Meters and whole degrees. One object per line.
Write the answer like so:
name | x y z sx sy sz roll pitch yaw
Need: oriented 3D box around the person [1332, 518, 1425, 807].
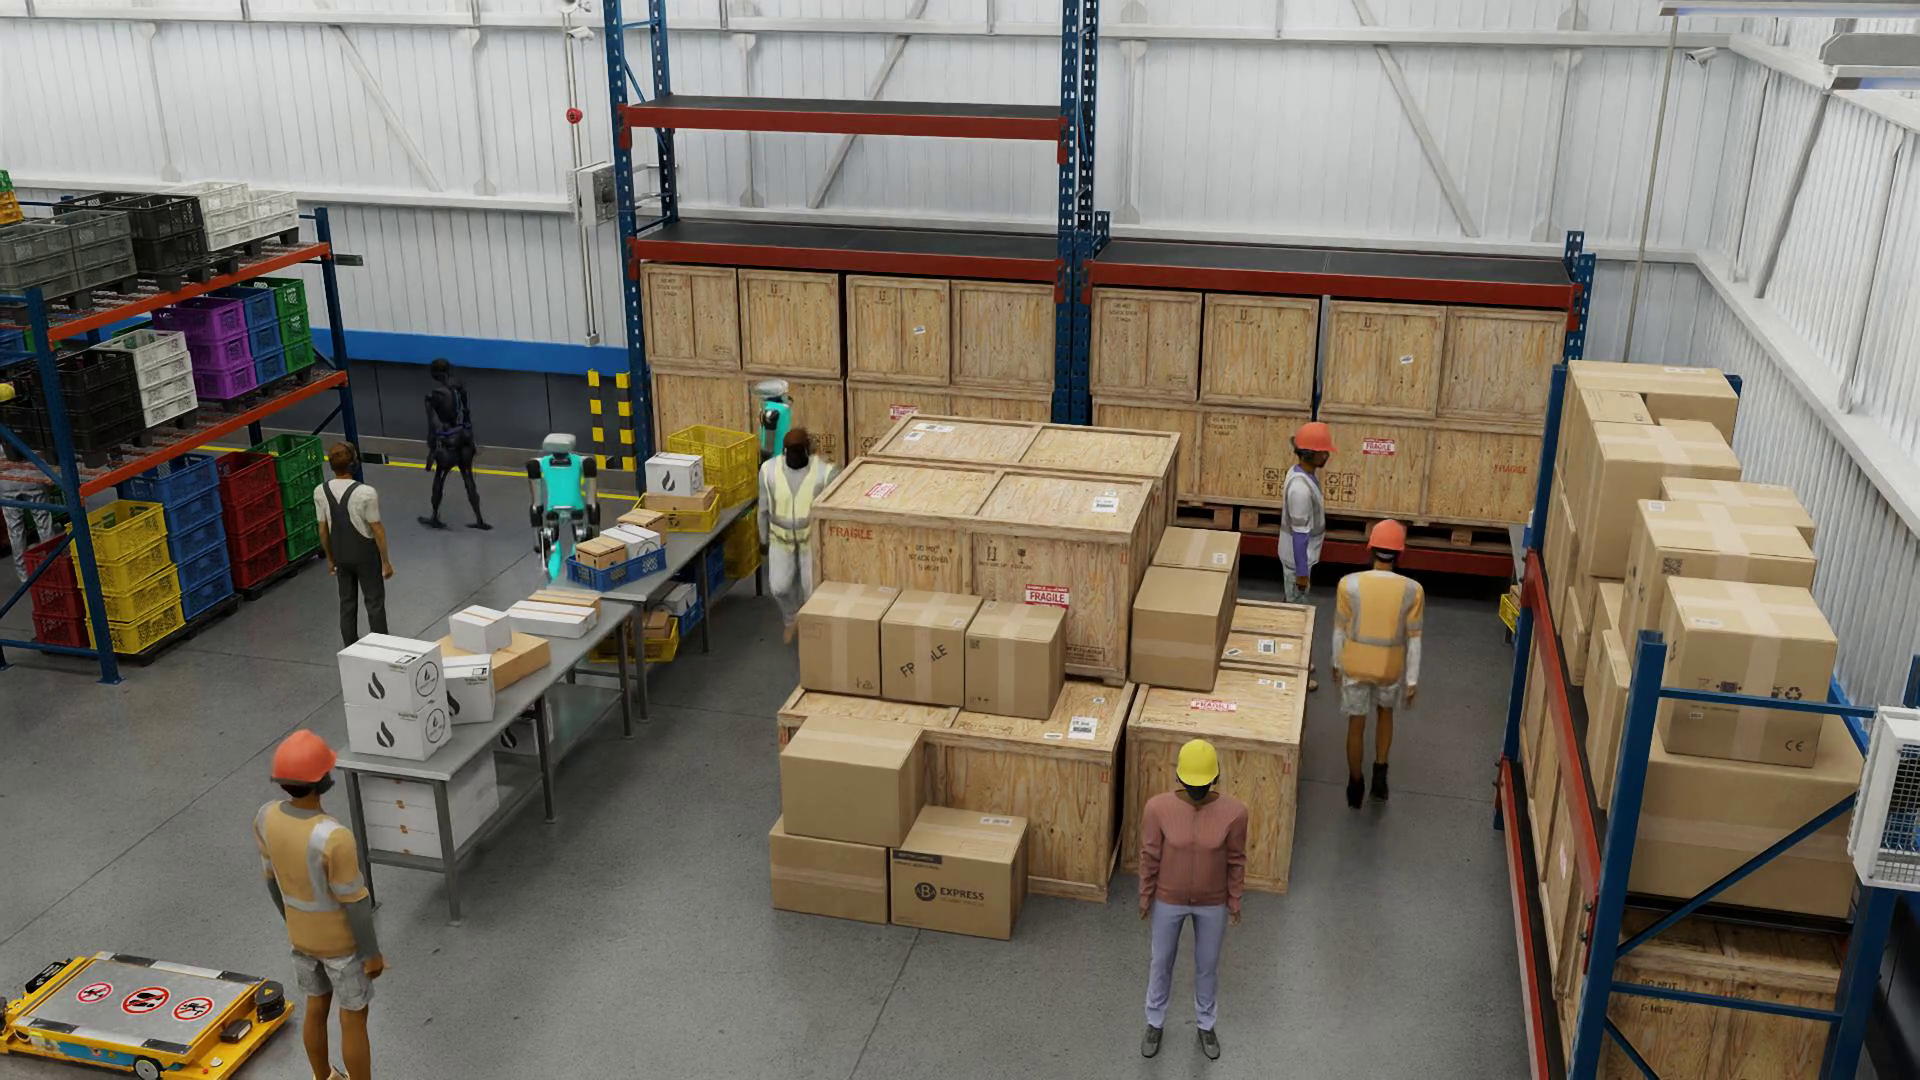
person | 2.652 0.794 10.664 0.550 1.912 0.469 4 21 10

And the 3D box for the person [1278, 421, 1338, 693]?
person | 2.529 0.112 12.269 0.368 2.045 0.605 4 21 9

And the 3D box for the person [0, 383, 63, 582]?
person | -8.058 -0.497 14.277 0.492 1.743 0.295 -9 23 -21

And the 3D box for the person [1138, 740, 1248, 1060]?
person | 1.147 1.787 8.271 0.531 1.768 0.309 1 21 3

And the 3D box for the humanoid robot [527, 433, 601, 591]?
humanoid robot | -3.029 0.093 12.768 0.532 1.739 1.039 -2 21 -5

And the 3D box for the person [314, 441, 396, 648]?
person | -4.506 0.150 12.445 0.504 1.846 0.344 3 21 8

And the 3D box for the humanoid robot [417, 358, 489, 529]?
humanoid robot | -4.763 -0.893 15.441 0.714 1.630 0.615 9 23 22

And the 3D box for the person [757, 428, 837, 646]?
person | -1.246 0.010 12.835 0.654 1.825 0.464 1 21 3

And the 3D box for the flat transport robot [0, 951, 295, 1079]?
flat transport robot | -4.270 2.464 8.601 1.431 0.231 0.659 5 22 13

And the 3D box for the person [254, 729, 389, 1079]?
person | -2.945 1.823 7.791 0.606 2.045 0.372 11 24 27

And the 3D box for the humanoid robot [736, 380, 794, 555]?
humanoid robot | -1.766 -0.537 14.398 1.002 1.739 0.541 4 21 10
